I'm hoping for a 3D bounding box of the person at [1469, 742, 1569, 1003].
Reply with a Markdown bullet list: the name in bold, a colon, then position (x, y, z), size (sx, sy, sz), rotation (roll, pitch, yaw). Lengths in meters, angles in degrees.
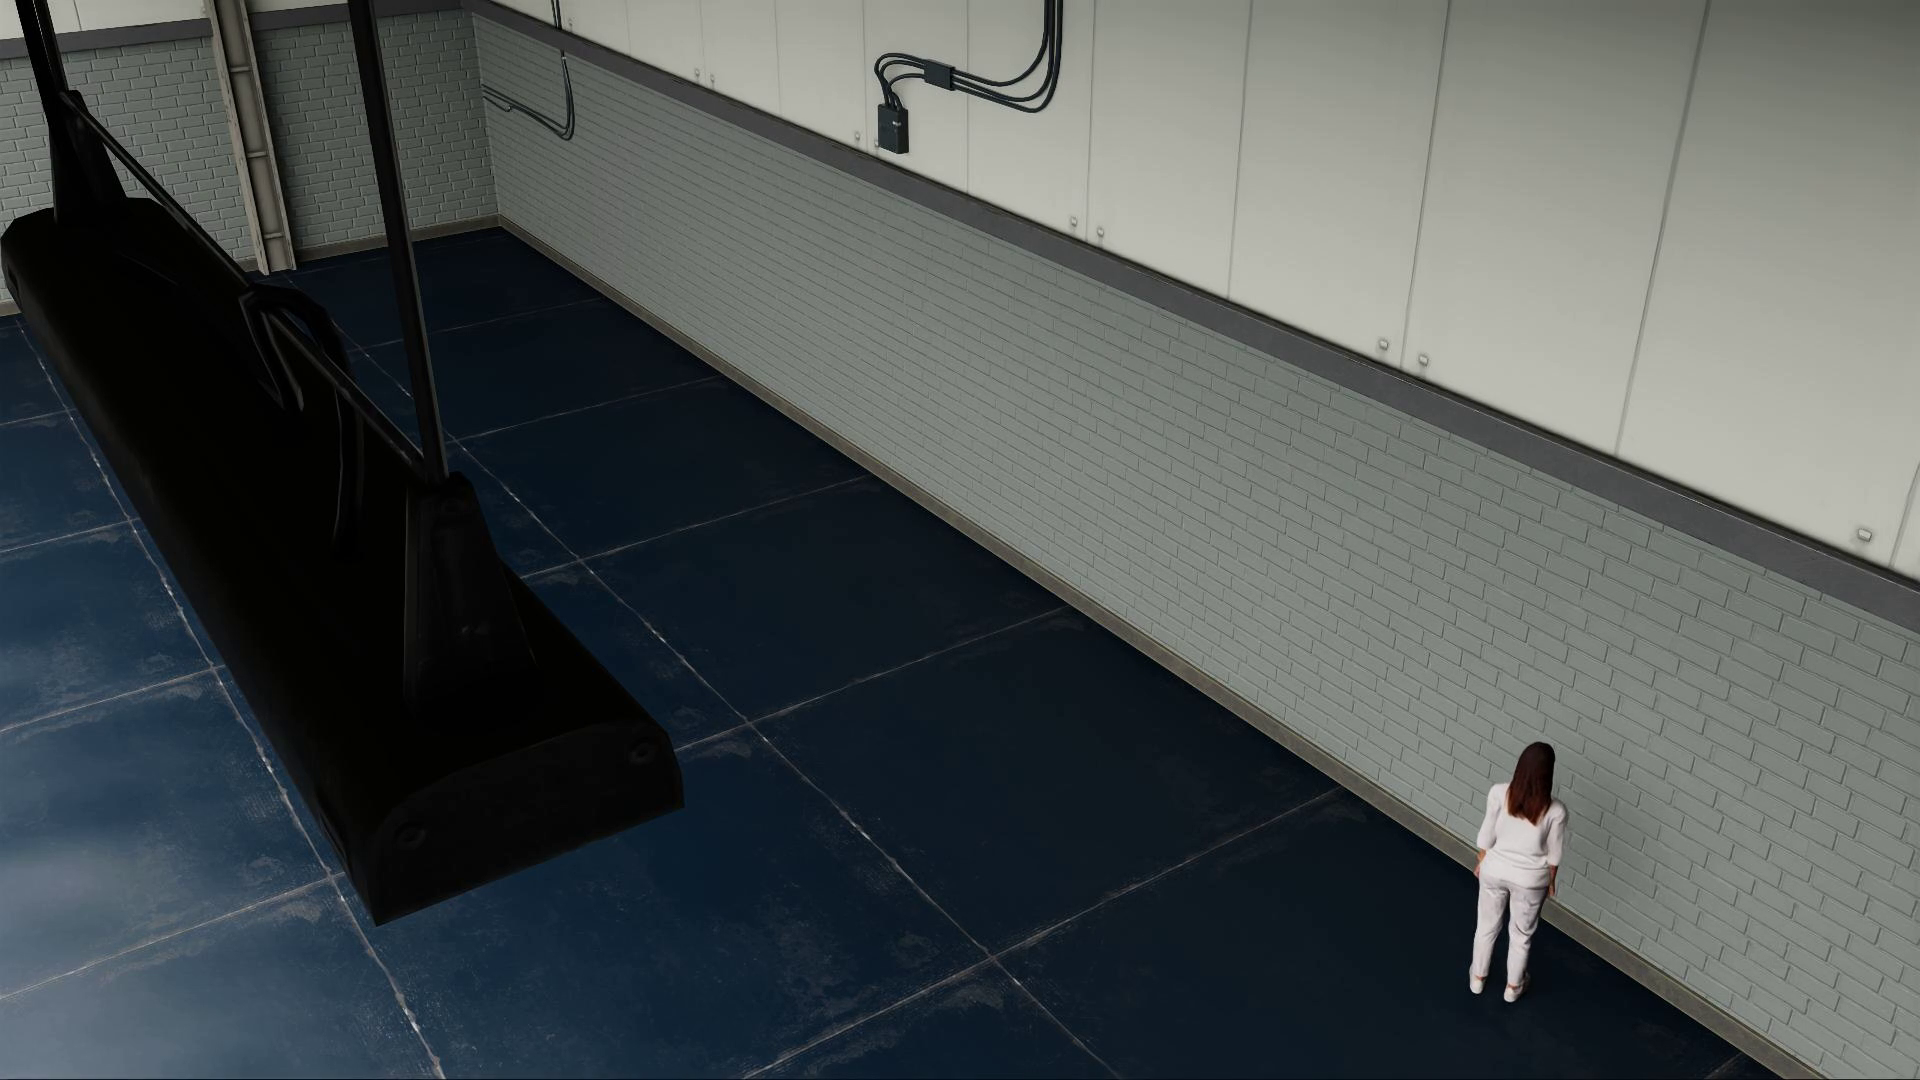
- **person**: position (3.100, 1.846, 9.275), size (0.683, 1.686, 0.685), rotation (13, 31, 23)
